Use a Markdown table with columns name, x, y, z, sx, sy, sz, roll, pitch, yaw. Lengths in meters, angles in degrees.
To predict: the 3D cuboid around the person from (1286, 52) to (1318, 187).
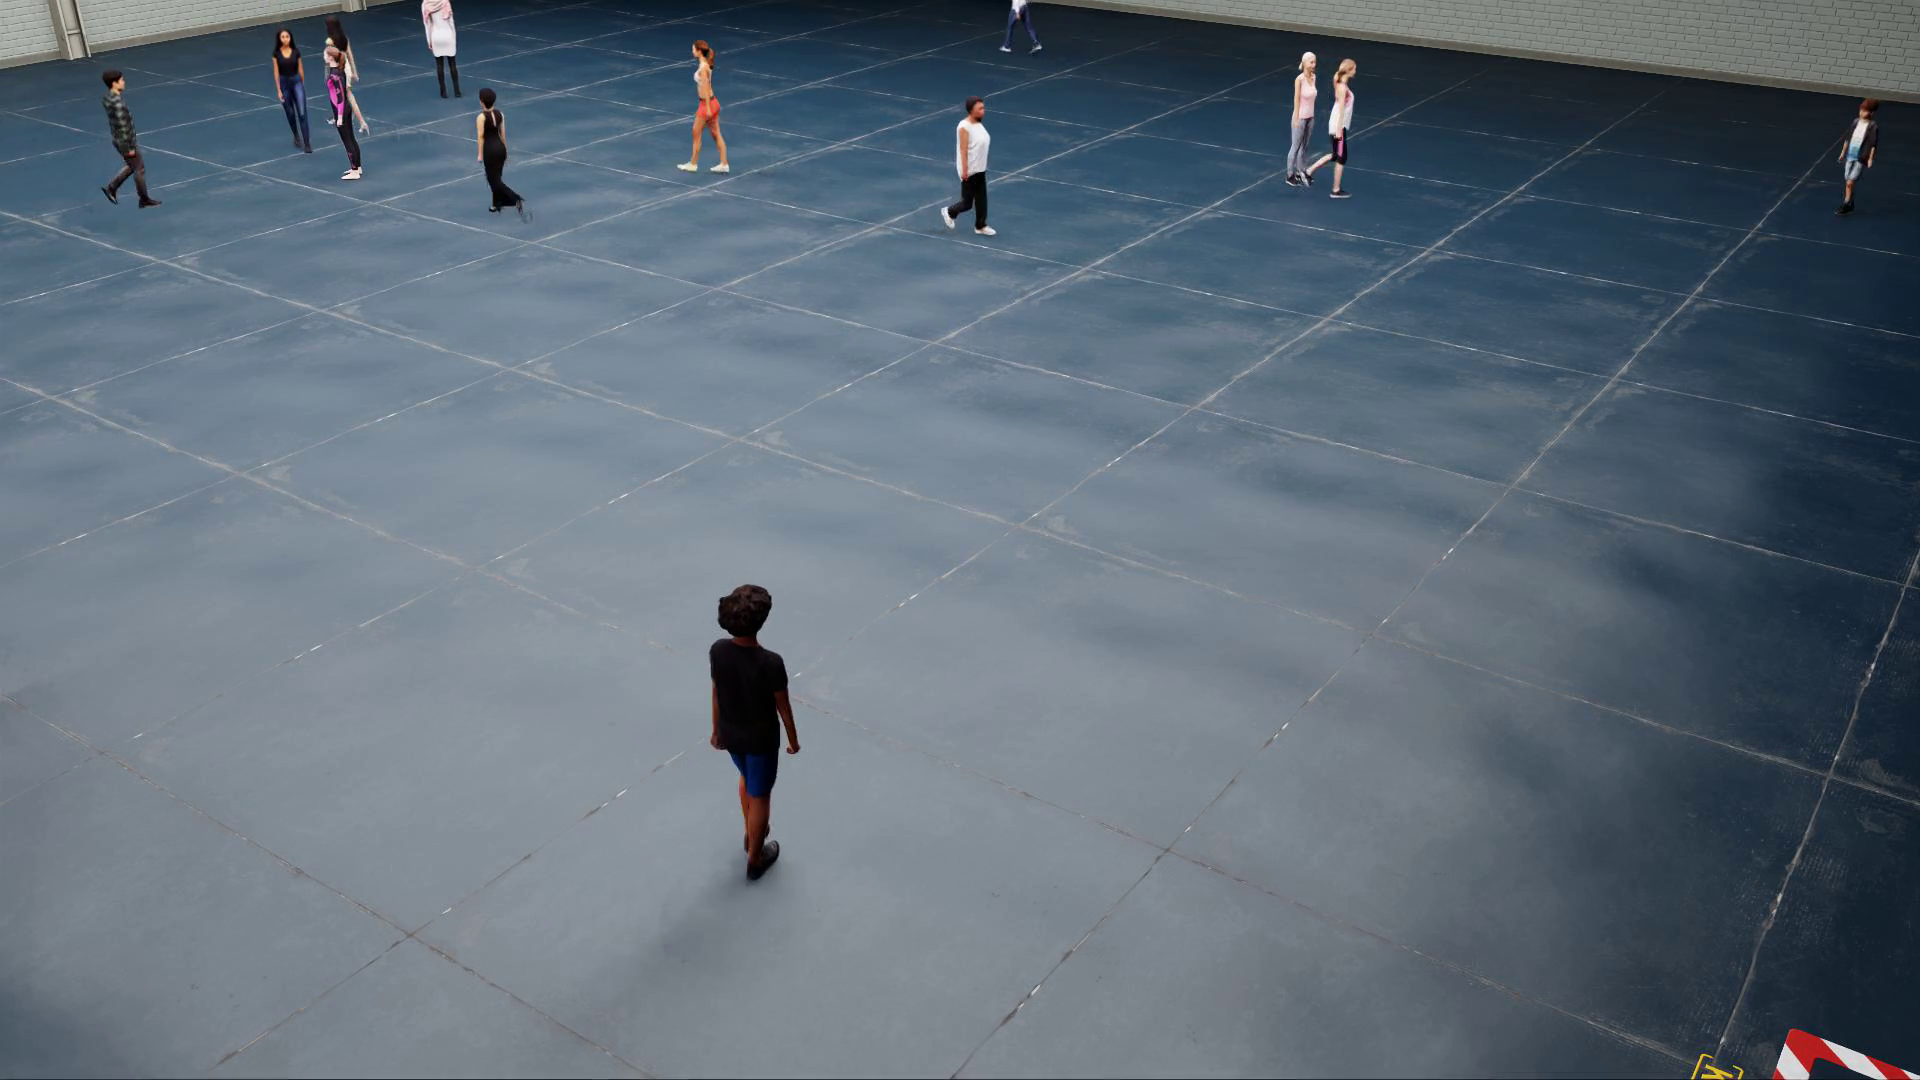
| name | x | y | z | sx | sy | sz | roll | pitch | yaw |
| --- | --- | --- | --- | --- | --- | --- | --- | --- | --- |
| person | 4.575 | -5.634 | 22.190 | 0.539 | 1.726 | 0.663 | -22 | 34 | -36 |

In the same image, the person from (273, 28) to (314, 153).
| name | x | y | z | sx | sy | sz | roll | pitch | yaw |
| --- | --- | --- | --- | --- | --- | --- | --- | --- | --- |
| person | -9.566 | -6.413 | 23.745 | 1.176 | 1.689 | 1.048 | -12 | 29 | -21 |

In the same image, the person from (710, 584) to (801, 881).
| name | x | y | z | sx | sy | sz | roll | pitch | yaw |
| --- | --- | --- | --- | --- | --- | --- | --- | --- | --- |
| person | -1.184 | 1.095 | 9.060 | 0.684 | 1.784 | 0.702 | 11 | 29 | 21 |

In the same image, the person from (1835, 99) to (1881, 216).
| name | x | y | z | sx | sy | sz | roll | pitch | yaw |
| --- | --- | --- | --- | --- | --- | --- | --- | --- | --- |
| person | 11.338 | -4.815 | 20.918 | 0.765 | 1.435 | 0.700 | -11 | 29 | -20 |

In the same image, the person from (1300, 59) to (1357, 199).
| name | x | y | z | sx | sy | sz | roll | pitch | yaw |
| --- | --- | --- | --- | --- | --- | --- | --- | --- | --- |
| person | 4.795 | -5.302 | 21.503 | 0.957 | 1.765 | 0.971 | 3 | 27 | 6 |

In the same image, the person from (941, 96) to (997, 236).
| name | x | y | z | sx | sy | sz | roll | pitch | yaw |
| --- | --- | --- | --- | --- | --- | --- | --- | --- | --- |
| person | 0.111 | -4.508 | 20.068 | 0.820 | 1.669 | 0.896 | 11 | 29 | 20 |

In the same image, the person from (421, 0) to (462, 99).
| name | x | y | z | sx | sy | sz | roll | pitch | yaw |
| --- | --- | --- | --- | --- | --- | --- | --- | --- | --- |
| person | -8.352 | -8.062 | 26.823 | 0.710 | 1.802 | 0.788 | -8 | 28 | -15 |

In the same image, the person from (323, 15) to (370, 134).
| name | x | y | z | sx | sy | sz | roll | pitch | yaw |
| --- | --- | --- | --- | --- | --- | --- | --- | --- | --- |
| person | -9.045 | -6.813 | 24.521 | 0.746 | 1.688 | 0.996 | 13 | 30 | 24 |

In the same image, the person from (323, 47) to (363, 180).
| name | x | y | z | sx | sy | sz | roll | pitch | yaw |
| --- | --- | --- | --- | --- | --- | --- | --- | --- | --- |
| person | -8.324 | -5.763 | 22.415 | 0.722 | 1.751 | 0.653 | -2 | 27 | -4 |

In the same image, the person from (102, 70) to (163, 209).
| name | x | y | z | sx | sy | sz | roll | pitch | yaw |
| --- | --- | --- | --- | --- | --- | --- | --- | --- | --- |
| person | -10.292 | -4.886 | 20.348 | 0.930 | 1.697 | 0.809 | -21 | 34 | -35 |

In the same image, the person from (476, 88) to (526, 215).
| name | x | y | z | sx | sy | sz | roll | pitch | yaw |
| --- | --- | --- | --- | --- | --- | --- | --- | --- | --- |
| person | -5.754 | -4.794 | 20.715 | 0.728 | 1.584 | 0.879 | 13 | 30 | 24 |

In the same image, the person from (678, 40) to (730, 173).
| name | x | y | z | sx | sy | sz | roll | pitch | yaw |
| --- | --- | --- | --- | --- | --- | --- | --- | --- | --- |
| person | -3.334 | -5.858 | 22.580 | 0.972 | 1.768 | 0.980 | 1 | 27 | 1 |

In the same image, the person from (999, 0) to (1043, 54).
| name | x | y | z | sx | sy | sz | roll | pitch | yaw |
| --- | --- | --- | --- | --- | --- | --- | --- | --- | --- |
| person | 1.162 | -9.526 | 29.973 | 0.644 | 1.522 | 1.042 | 21 | 34 | 35 |
